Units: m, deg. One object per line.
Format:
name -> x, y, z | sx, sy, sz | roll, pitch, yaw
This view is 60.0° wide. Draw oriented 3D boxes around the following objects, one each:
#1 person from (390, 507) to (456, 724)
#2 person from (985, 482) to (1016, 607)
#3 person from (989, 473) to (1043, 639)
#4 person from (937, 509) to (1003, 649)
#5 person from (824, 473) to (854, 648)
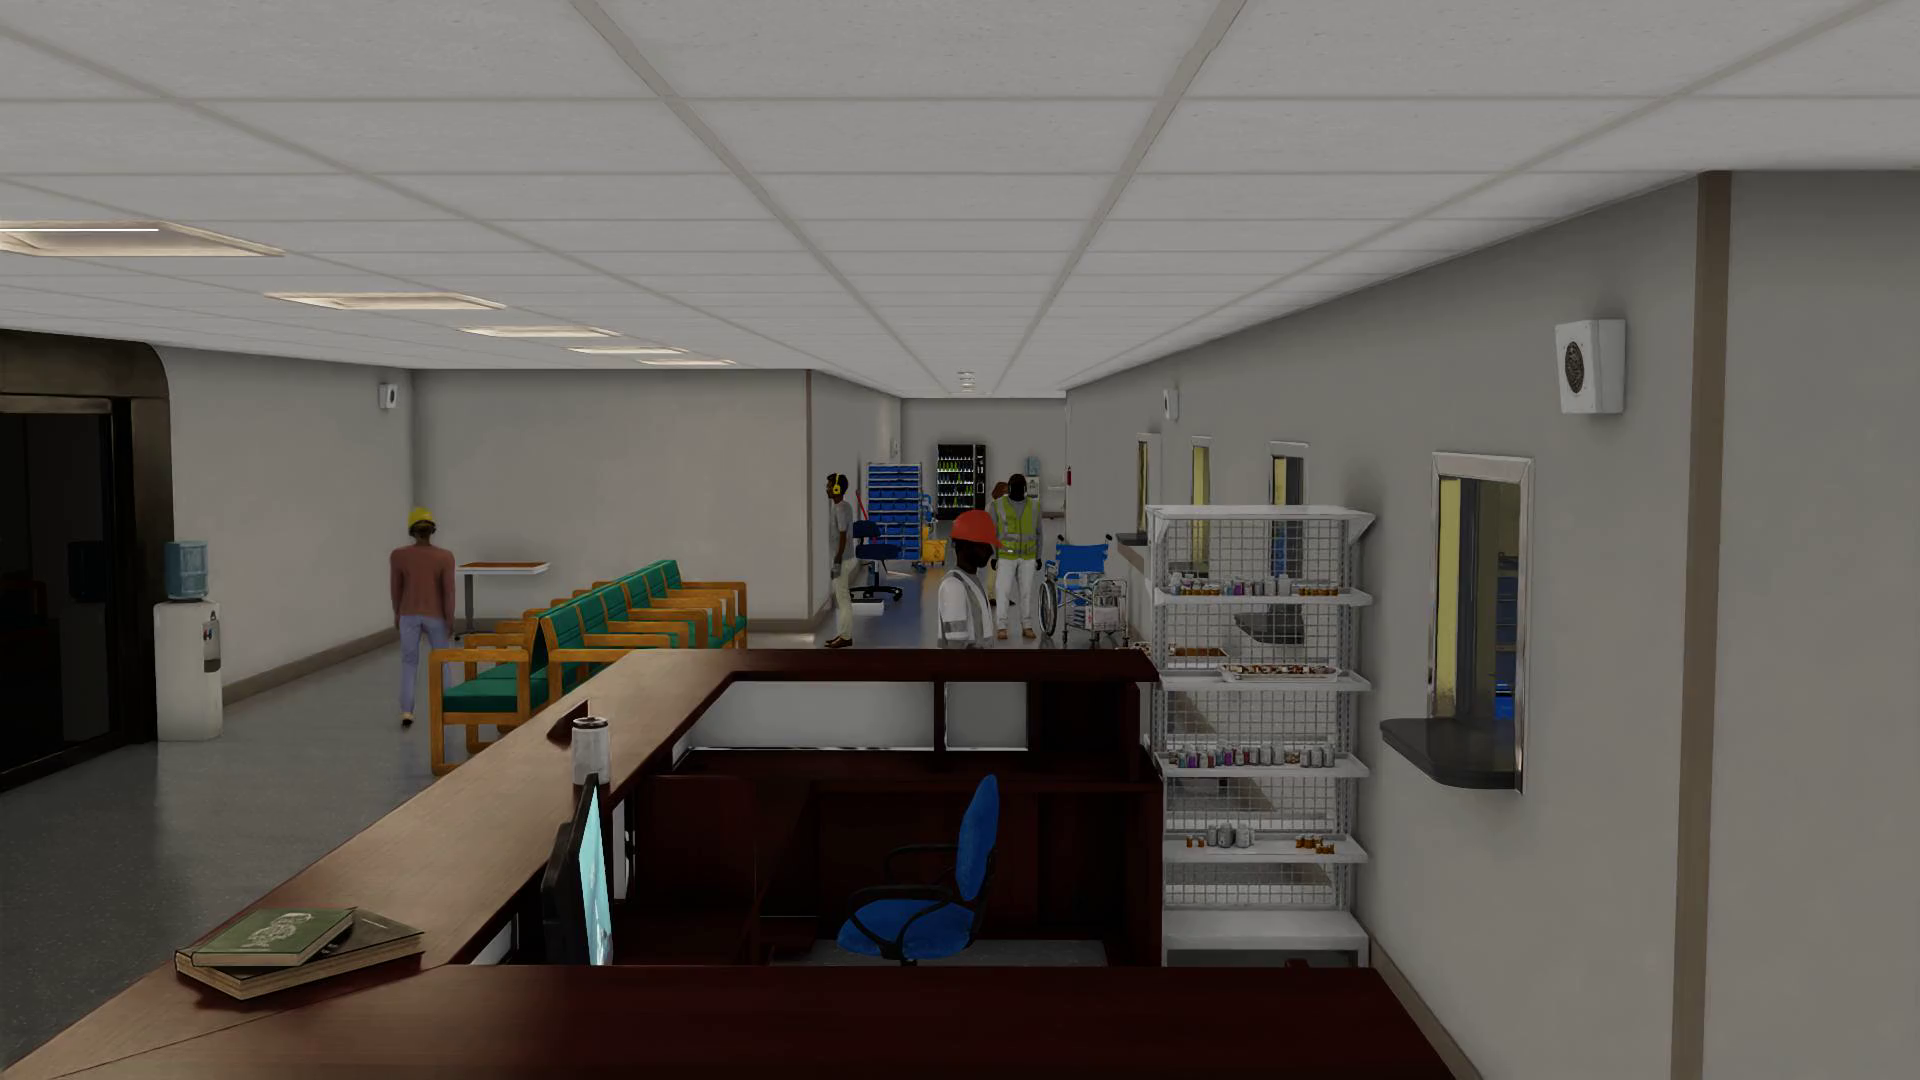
person -> -4.322, 0.608, 13.392 | 0.521, 1.779, 0.507 | -1, 4, -8
person -> 0.532, 0.052, 21.777 | 0.499, 1.633, 0.289 | -4, 5, -42
person -> 0.628, 0.183, 18.491 | 0.627, 1.846, 0.429 | -1, 4, -12
person -> 0.057, 0.794, 9.276 | 0.361, 1.935, 0.544 | 1, 4, 9
person -> -1.294, 0.224, 17.755 | 0.327, 1.869, 0.518 | 0, 4, 1
